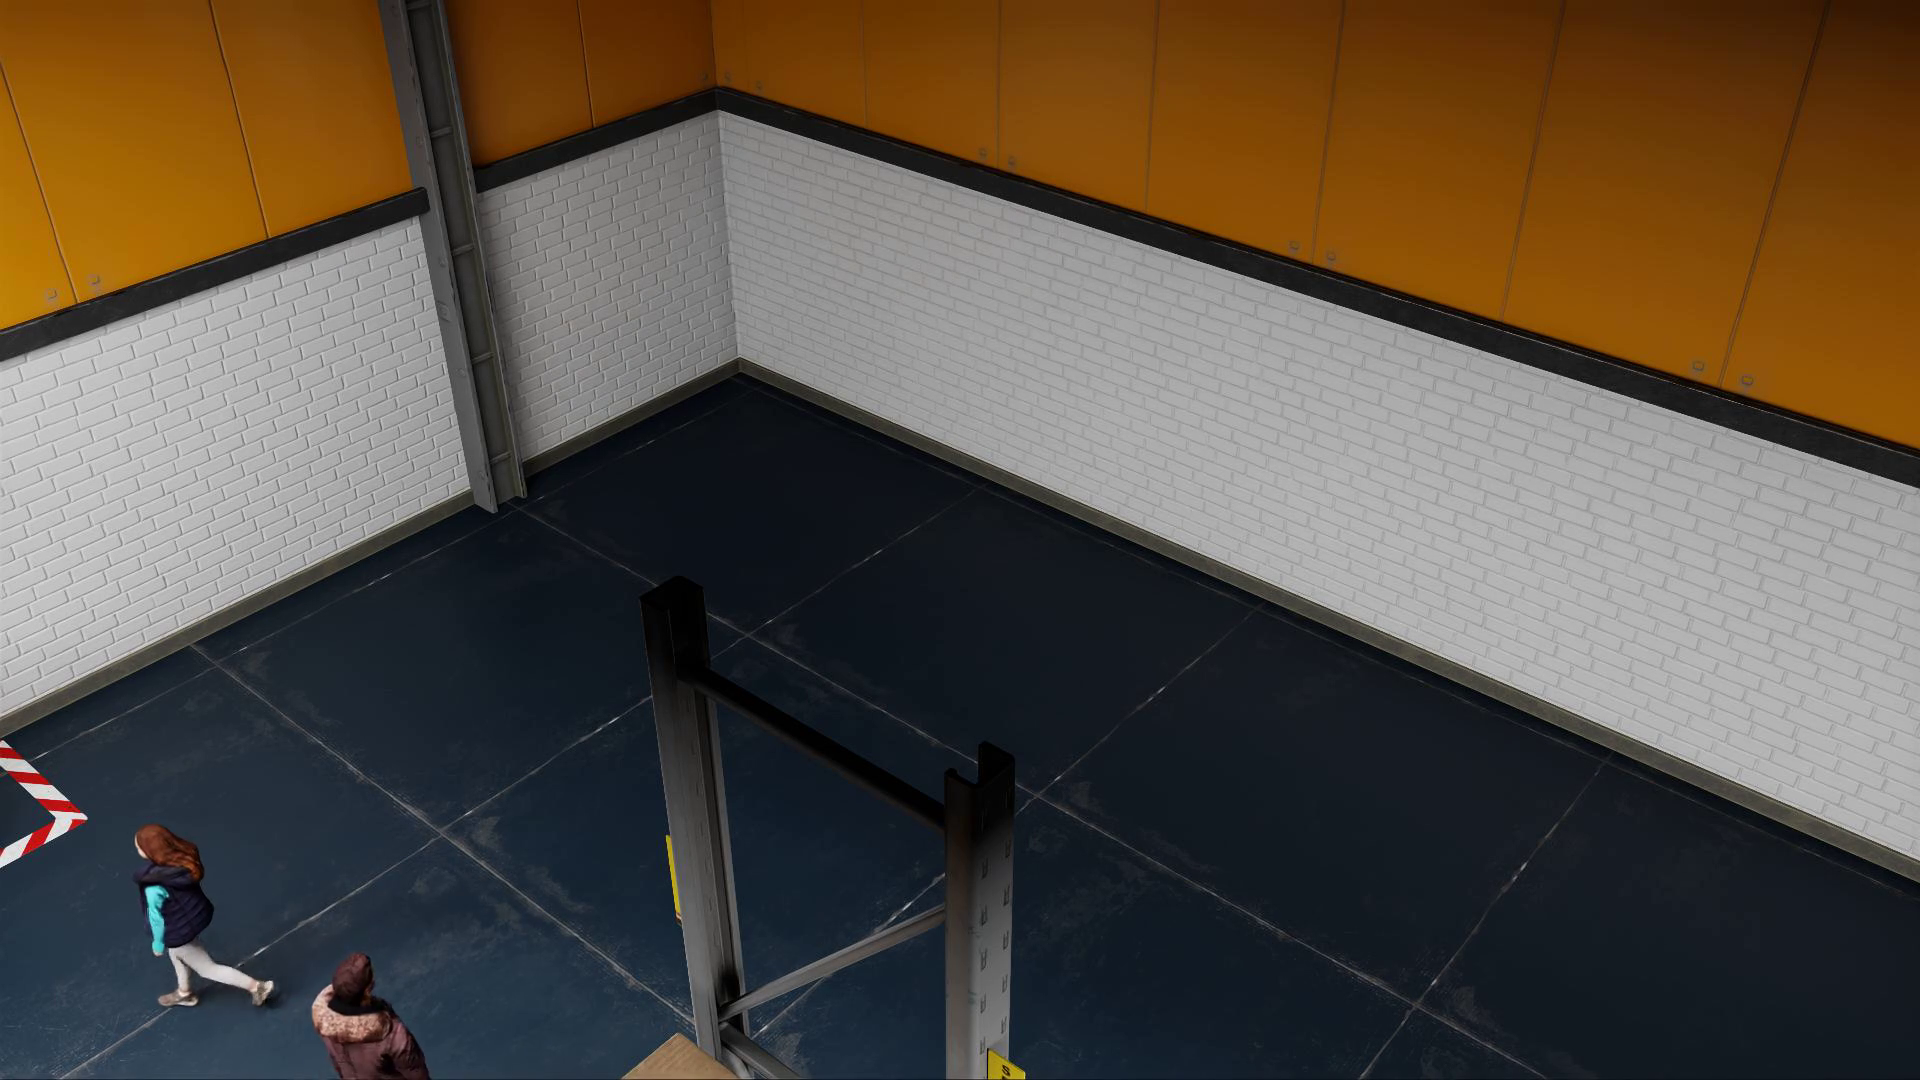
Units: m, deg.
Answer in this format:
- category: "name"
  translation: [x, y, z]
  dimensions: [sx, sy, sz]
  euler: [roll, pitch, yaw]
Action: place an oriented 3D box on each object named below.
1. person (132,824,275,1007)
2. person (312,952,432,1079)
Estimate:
- category: "person"
  translation: [-4.597, 2.311, 9.989]
  dimensions: [1.015, 1.469, 0.946]
  euler: [-3, 34, -5]
- category: "person"
  translation: [-3.076, 2.930, 8.743]
  dimensions: [0.926, 1.817, 1.216]
  euler: [16, 37, 22]
